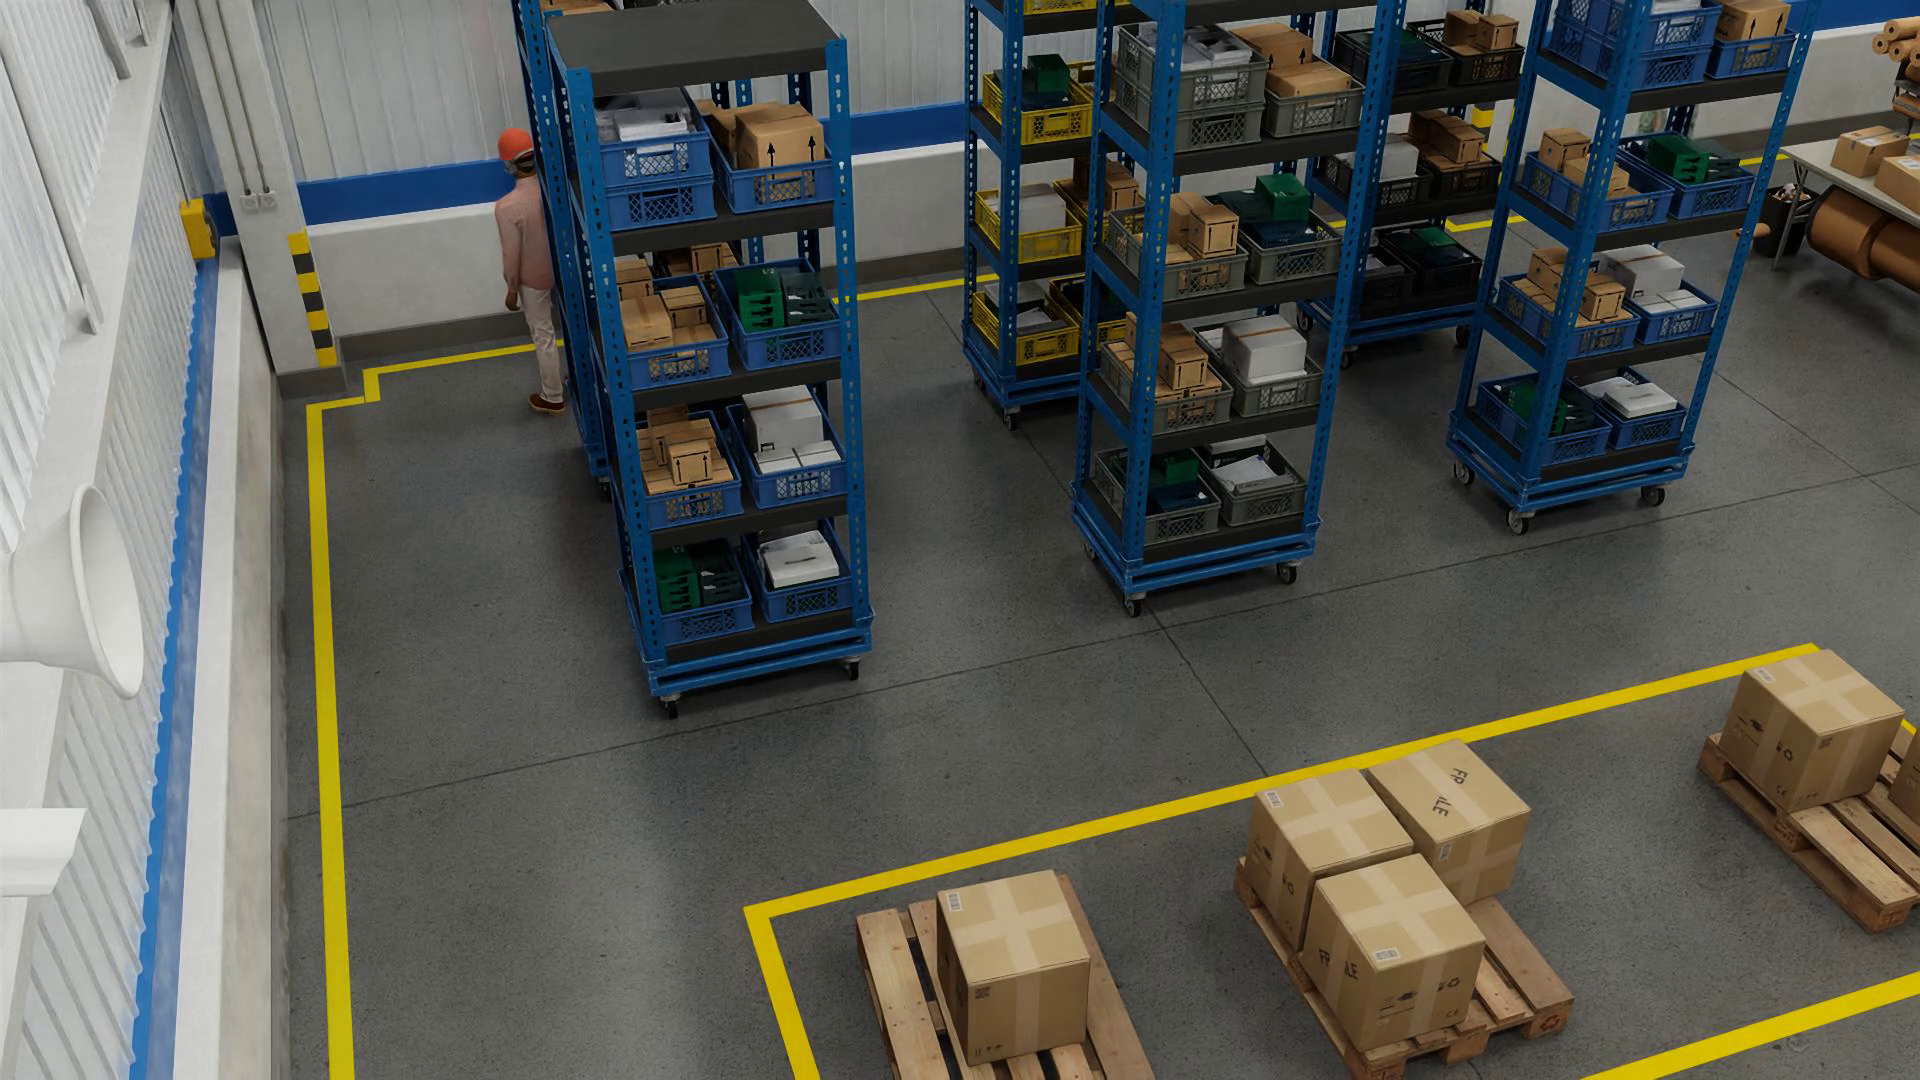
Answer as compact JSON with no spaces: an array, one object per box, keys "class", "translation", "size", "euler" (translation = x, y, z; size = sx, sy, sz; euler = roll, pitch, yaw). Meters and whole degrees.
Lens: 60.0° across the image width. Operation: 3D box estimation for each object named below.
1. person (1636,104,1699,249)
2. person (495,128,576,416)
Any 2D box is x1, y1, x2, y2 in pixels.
[{"class":"person","translation":[5.534,-3.054,13.192],"size":[0.520,1.629,0.328],"euler":[-11,37,-15]},{"class":"person","translation":[-2.786,-1.775,11.072],"size":[0.393,1.985,0.611],"euler":[25,42,31]}]
